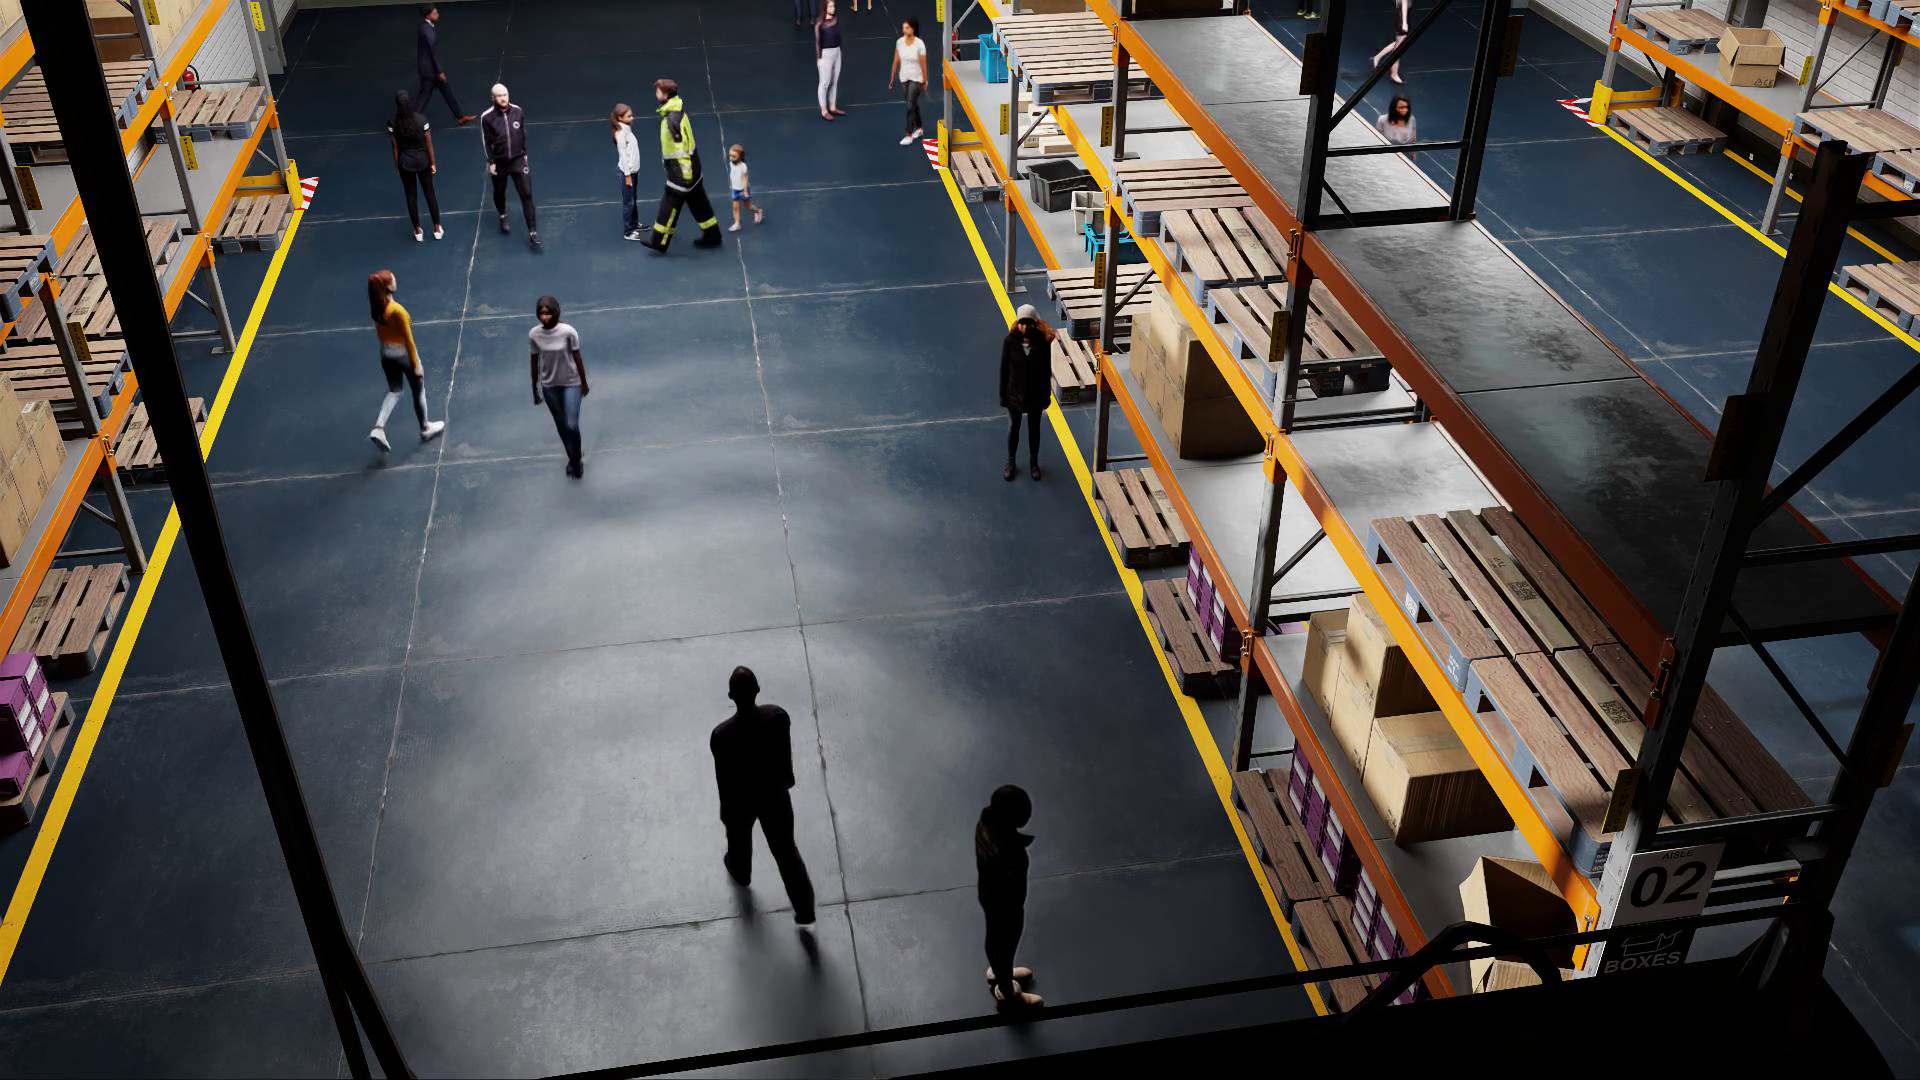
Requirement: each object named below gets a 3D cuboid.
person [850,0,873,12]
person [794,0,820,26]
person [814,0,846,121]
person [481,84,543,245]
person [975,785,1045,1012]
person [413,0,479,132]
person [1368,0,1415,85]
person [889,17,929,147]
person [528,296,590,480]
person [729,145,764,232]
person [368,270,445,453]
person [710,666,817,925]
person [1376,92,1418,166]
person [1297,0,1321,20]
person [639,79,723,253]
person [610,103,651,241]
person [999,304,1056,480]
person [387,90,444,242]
[{"bbox_3d":[-1.613,-9.269,26.546,0.558,1.565,0.517,-7,34,-10],"label":"person"},{"bbox_3d":[-2.460,-8.980,25.851,0.704,1.853,0.620,0,34,1],"label":"person"},{"bbox_3d":[-1.741,-6.462,22.284,0.731,1.607,0.665,20,39,27],"label":"person"},{"bbox_3d":[-5.158,-4.267,18.831,0.932,1.776,1.336,-16,37,-23],"label":"person"},{"bbox_3d":[0.226,2.048,9.434,0.666,1.661,0.600,8,34,12],"label":"person"},{"bbox_3d":[-7.021,-6.129,21.730,0.840,1.667,1.104,-14,36,-20],"label":"person"},{"bbox_3d":[6.116,-7.299,23.355,0.814,1.817,0.837,6,34,9],"label":"person"},{"bbox_3d":[-0.577,-5.974,21.542,0.876,1.617,0.928,23,40,31],"label":"person"},{"bbox_3d":[-3.466,-1.371,14.533,0.675,1.709,0.700,2,34,2],"label":"person"},{"bbox_3d":[-2.506,-4.090,19.258,0.681,1.008,0.711,26,42,33],"label":"person"},{"bbox_3d":[-5.047,-1.562,14.800,0.979,1.732,1.109,17,37,23],"label":"person"},{"bbox_3d":[-1.187,1.578,10.009,0.960,1.807,1.263,-17,37,-24],"label":"person"},{"bbox_3d":[4.974,-4.424,19.261,0.623,1.560,1.001,-6,34,-9],"label":"person"},{"bbox_3d":[5.563,-9.053,26.233,0.623,1.551,0.476,-11,35,-15],"label":"person"},{"bbox_3d":[-2.989,-4.138,18.493,0.887,1.934,1.087,-4,34,-6],"label":"person"},{"bbox_3d":[-3.788,-4.213,18.947,0.638,1.557,0.513,1,34,1],"label":"person"},{"bbox_3d":[0.570,-1.296,14.488,0.682,1.634,0.675,1,34,1],"label":"person"},{"bbox_3d":[-6.176,-4.244,18.838,0.635,1.729,0.614,-12,35,-17],"label":"person"}]
